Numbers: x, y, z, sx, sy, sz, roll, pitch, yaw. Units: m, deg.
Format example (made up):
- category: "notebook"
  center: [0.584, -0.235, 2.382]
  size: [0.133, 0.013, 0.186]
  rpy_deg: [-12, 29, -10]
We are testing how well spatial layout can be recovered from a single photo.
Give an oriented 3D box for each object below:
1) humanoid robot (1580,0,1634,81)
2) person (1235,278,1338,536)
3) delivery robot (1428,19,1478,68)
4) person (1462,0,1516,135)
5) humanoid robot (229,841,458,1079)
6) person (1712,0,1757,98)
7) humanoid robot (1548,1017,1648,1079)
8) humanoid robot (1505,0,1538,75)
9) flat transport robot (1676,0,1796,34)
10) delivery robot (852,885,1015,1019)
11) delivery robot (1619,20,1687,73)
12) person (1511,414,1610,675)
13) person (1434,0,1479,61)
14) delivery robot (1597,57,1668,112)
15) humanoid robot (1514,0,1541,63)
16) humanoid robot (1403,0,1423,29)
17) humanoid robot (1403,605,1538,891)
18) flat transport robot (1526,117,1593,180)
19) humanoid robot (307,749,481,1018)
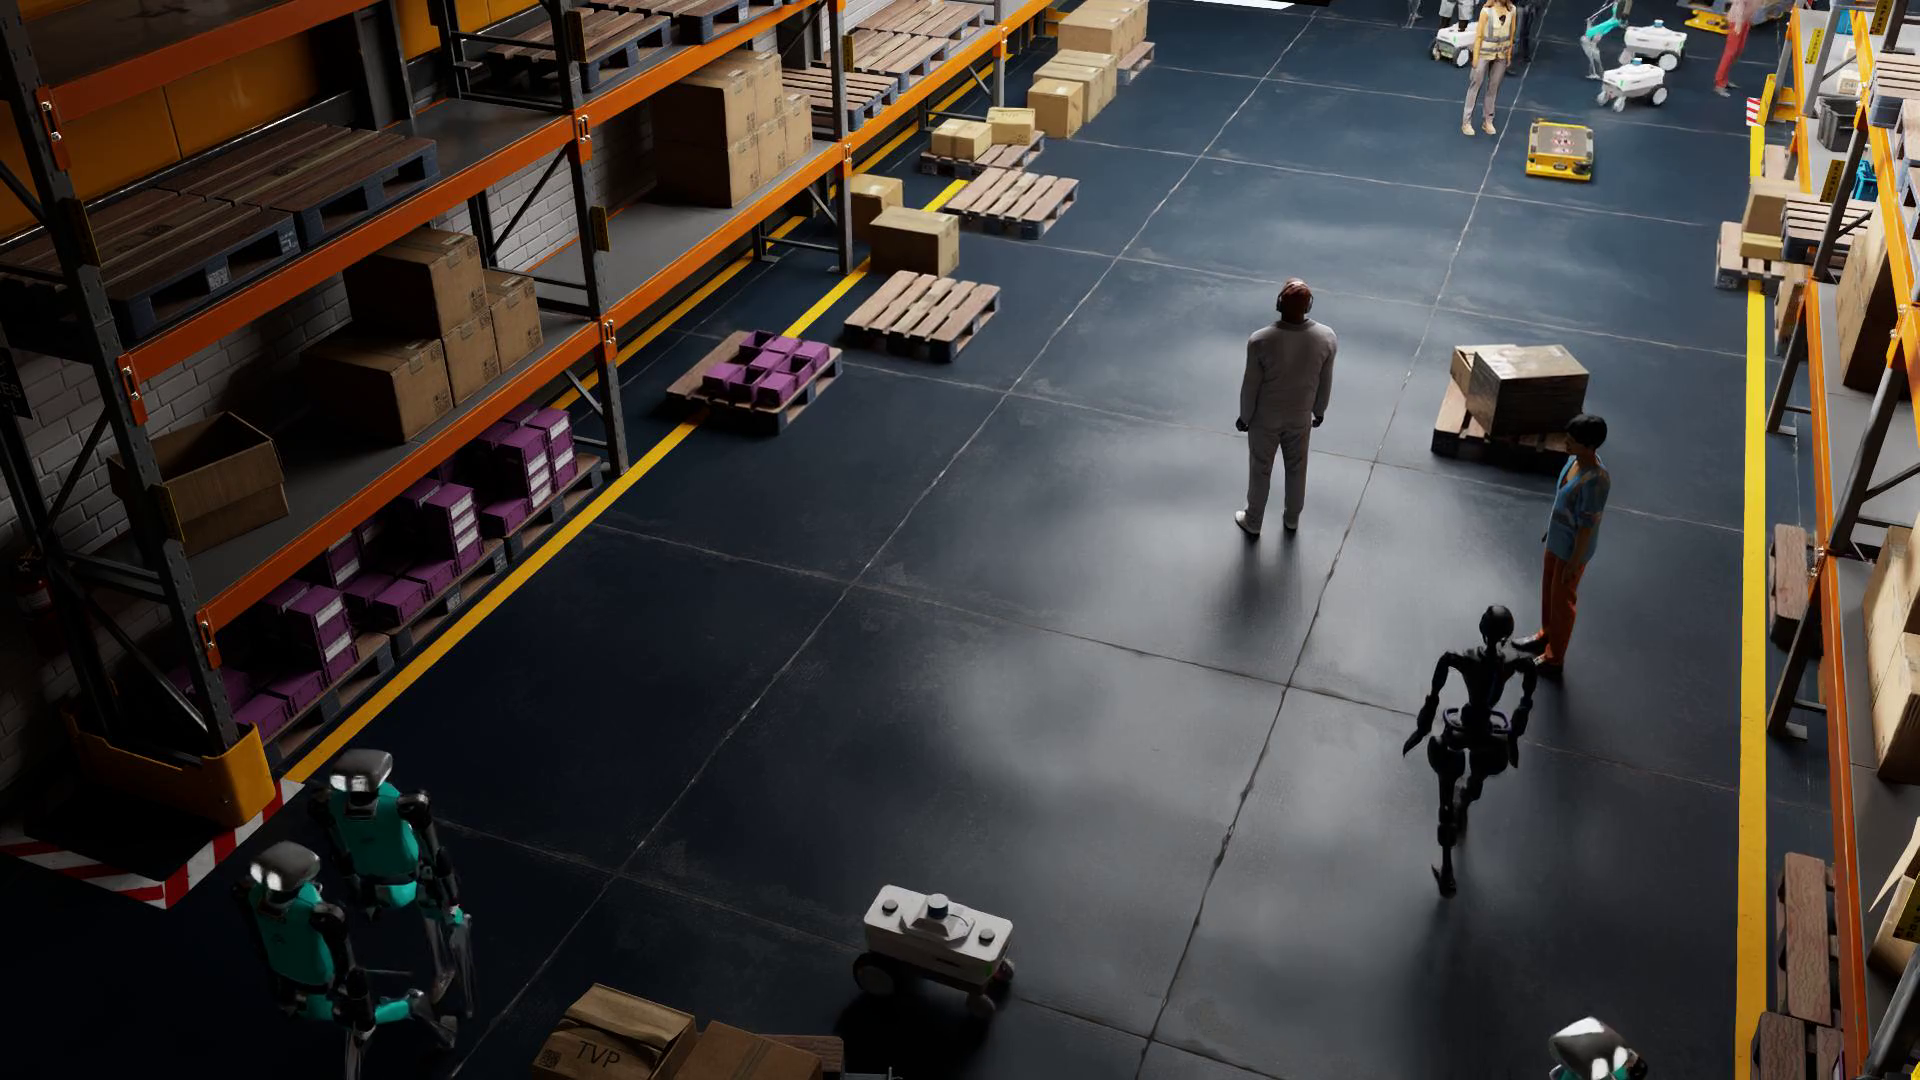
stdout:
- category: "humanoid robot"
  center: [7.897, -6.456, 20.247]
  size: [0.777, 1.782, 0.546]
  rpy_deg: [6, 33, 9]
- category: "person"
  center: [2.217, -0.906, 11.486]
  size: [0.653, 1.906, 0.411]
  rpy_deg: [-6, 33, -9]
- category: "delivery robot"
  center: [6.406, -6.364, 21.170]
  size: [0.772, 0.587, 0.499]
  rpy_deg: [-20, 38, -27]
- category: "person"
  center: [5.933, -5.399, 18.566]
  size: [0.453, 1.768, 0.332]
  rpy_deg: [-8, 34, -12]
- category: "humanoid robot"
  center: [-2.630, 1.873, 7.390]
  size: [0.555, 1.819, 0.881]
  rpy_deg: [12, 35, 18]
- category: "person"
  center: [9.271, -6.179, 19.806]
  size: [0.336, 1.738, 0.575]
  rpy_deg: [23, 39, 31]
- category: "humanoid robot"
  center: [2.155, 2.455, 6.476]
  size: [0.543, 1.841, 0.657]
  rpy_deg: [-20, 38, -27]
- category: "humanoid robot"
  center: [6.839, -6.602, 20.524]
  size: [0.603, 1.629, 0.614]
  rpy_deg: [7, 34, 11]
- category: "flat transport robot"
  center: [10.560, -7.147, 22.653]
  size: [1.431, 0.231, 0.659]
  rpy_deg: [-25, 40, -33]
- category: "delivery robot"
  center: [-0.124, 2.000, 8.240]
  size: [0.801, 0.602, 0.499]
  rpy_deg: [13, 35, 19]
- category: "delivery robot"
  center: [8.776, -6.252, 20.996]
  size: [0.773, 0.586, 0.499]
  rpy_deg: [16, 36, 23]
- category: "person"
  center: [3.707, 0.027, 10.179]
  size: [0.332, 1.759, 0.498]
  rpy_deg: [2, 33, 2]
- category: "person"
  center: [6.275, -6.837, 20.864]
  size: [0.535, 1.693, 0.320]
  rpy_deg: [22, 39, 31]
- category: "delivery robot"
  center: [7.975, -5.404, 19.699]
  size: [0.807, 0.603, 0.499]
  rpy_deg: [-15, 36, -22]
- category: "humanoid robot"
  center: [7.199, -6.848, 20.899]
  size: [0.307, 1.649, 0.613]
  rpy_deg: [7, 34, 11]
- category: "humanoid robot"
  center: [6.216, -7.733, 22.307]
  size: [0.789, 1.893, 0.542]
  rpy_deg: [-20, 38, -28]
- category: "humanoid robot"
  center: [2.662, 1.012, 8.761]
  size: [0.600, 1.629, 0.751]
  rpy_deg: [2, 33, 2]
- category: "flat transport robot"
  center: [6.576, -4.286, 18.225]
  size: [0.659, 0.231, 1.431]
  rpy_deg: [10, 34, 15]
- category: "humanoid robot"
  center: [-2.565, 1.572, 7.837]
  size: [0.531, 1.822, 0.749]
  rpy_deg: [1, 33, 1]
